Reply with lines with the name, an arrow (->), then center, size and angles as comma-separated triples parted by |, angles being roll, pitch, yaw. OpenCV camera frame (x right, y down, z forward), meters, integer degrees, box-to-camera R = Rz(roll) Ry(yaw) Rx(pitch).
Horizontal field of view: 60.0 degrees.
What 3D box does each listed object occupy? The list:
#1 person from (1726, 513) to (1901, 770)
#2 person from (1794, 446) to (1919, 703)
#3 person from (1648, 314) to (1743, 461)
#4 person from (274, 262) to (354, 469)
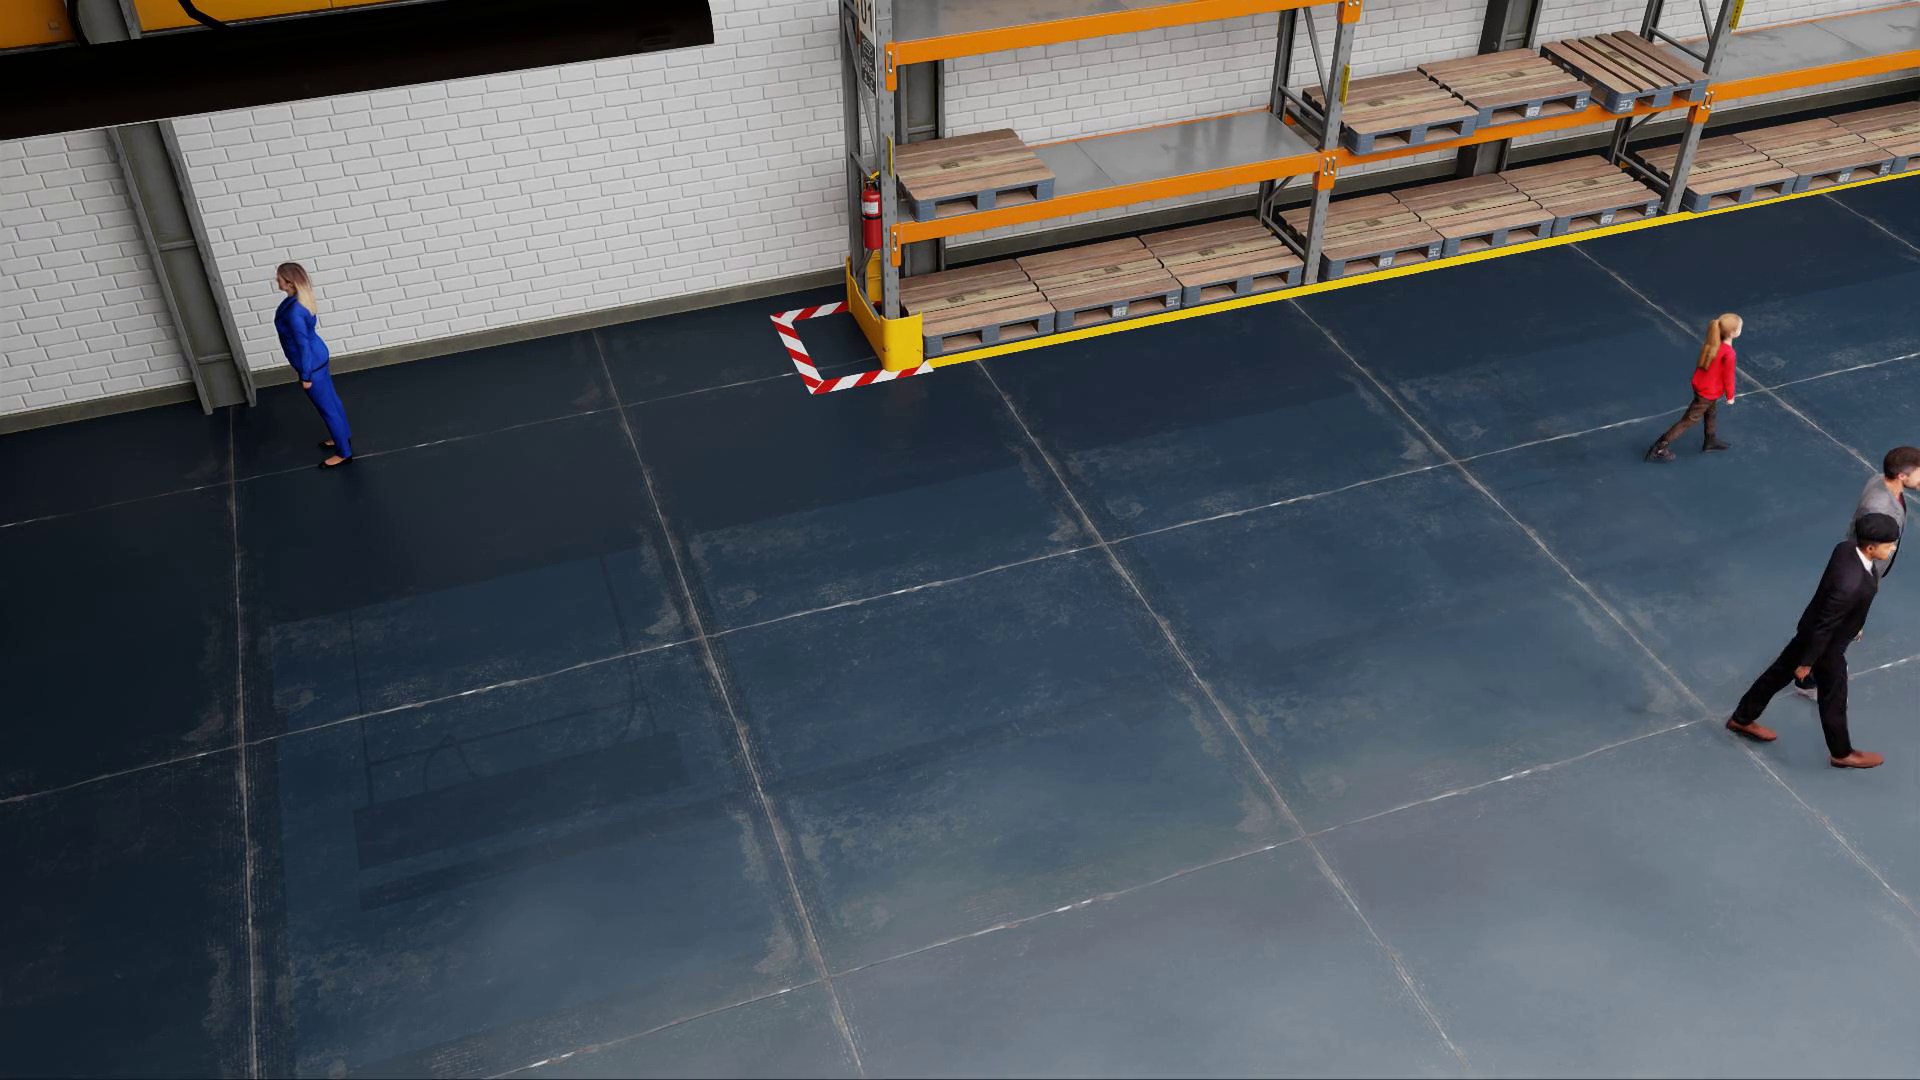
person -> 5.117, 0.562, 10.063 | 1.218, 1.841, 1.139 | 15, 41, 18
person -> 5.661, 0.194, 10.499 | 0.835, 1.873, 0.774 | 17, 42, 20
person -> 5.634, -1.130, 12.654 | 0.975, 1.253, 0.681 | -2, 39, -2
person -> -4.872, -1.336, 12.553 | 0.567, 1.701, 0.629 | -9, 40, -12
